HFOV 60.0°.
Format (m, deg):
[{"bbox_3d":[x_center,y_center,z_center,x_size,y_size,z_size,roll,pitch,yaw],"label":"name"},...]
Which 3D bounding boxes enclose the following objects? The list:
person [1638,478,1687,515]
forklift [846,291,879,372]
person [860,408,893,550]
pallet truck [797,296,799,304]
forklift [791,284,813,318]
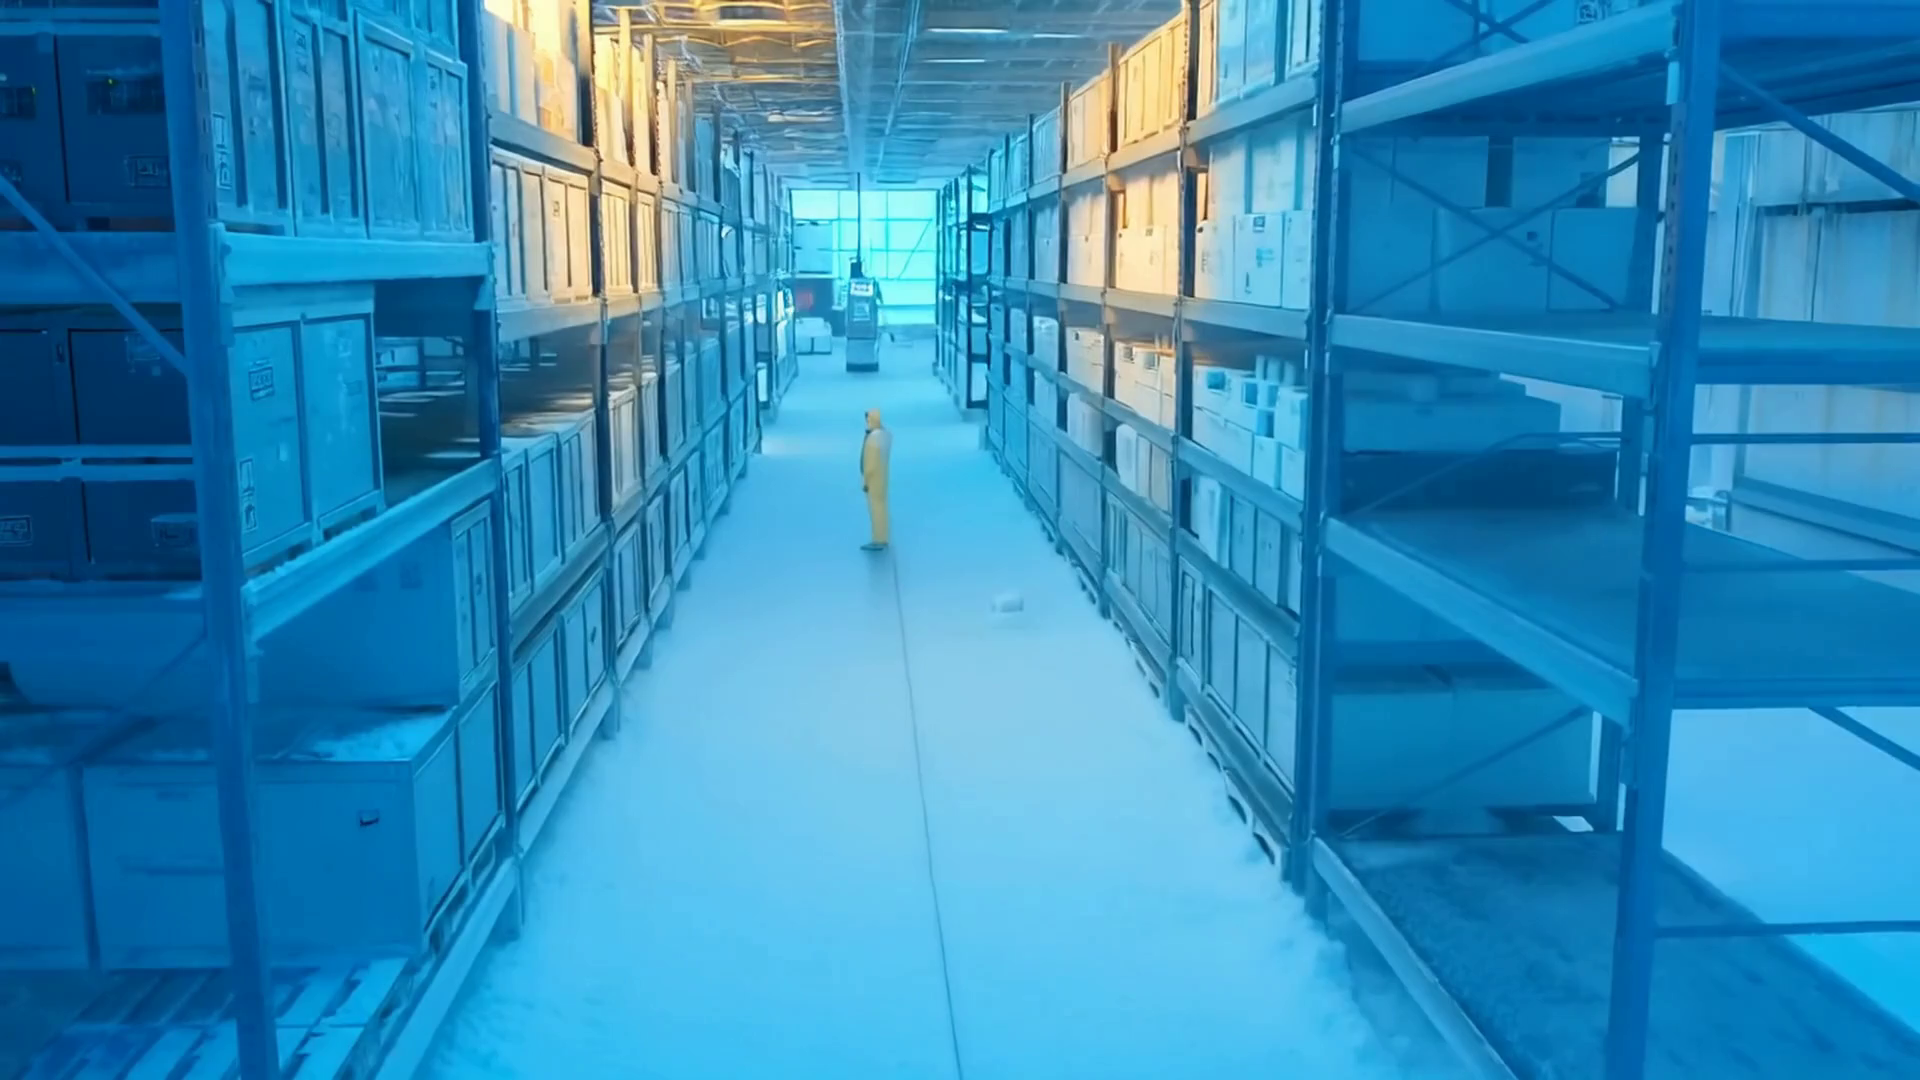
[{"bbox_3d":[6.877,0.190,16.534,0.578,1.811,0.863,3,10,17],"label":"person"},{"bbox_3d":[-3.424,-7.316,58.166,1.129,2.768,1.873,-1,10,-4],"label":"forklift"},{"bbox_3d":[-1.140,-0.820,22.288,0.409,1.903,0.639,3,10,18],"label":"person"},{"bbox_3d":[-8.622,-12.439,91.403,1.885,1.965,0.823,2,10,13],"label":"pallet truck"},{"bbox_3d":[-7.163,-10.245,75.668,1.129,2.768,1.873,2,10,13],"label":"forklift"}]
